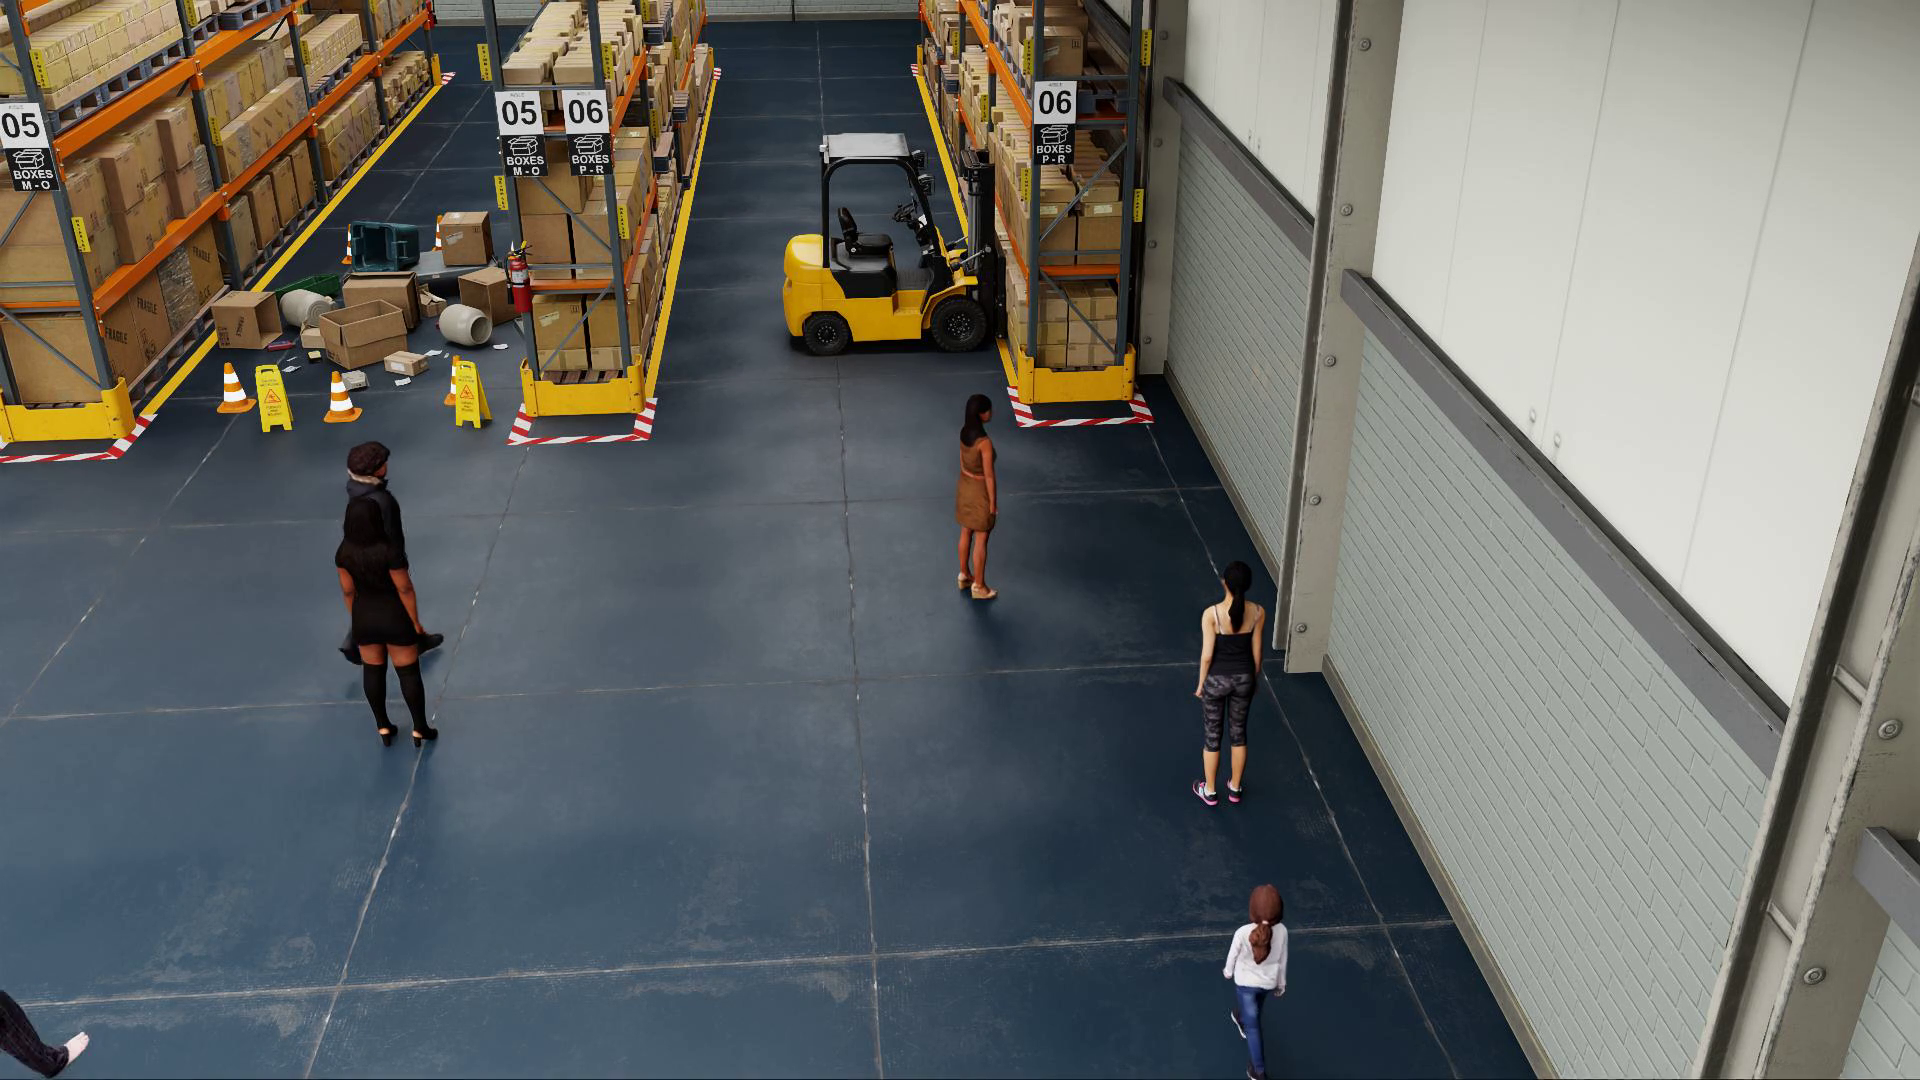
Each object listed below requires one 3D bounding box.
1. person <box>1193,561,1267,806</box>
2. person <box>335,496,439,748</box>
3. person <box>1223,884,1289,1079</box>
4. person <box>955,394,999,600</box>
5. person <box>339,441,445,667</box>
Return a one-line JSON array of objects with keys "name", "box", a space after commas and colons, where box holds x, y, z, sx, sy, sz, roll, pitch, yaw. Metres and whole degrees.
[{"name": "person", "box": [1.703, 0.910, 10.533, 0.572, 1.729, 0.539, -4, 27, -7]}, {"name": "person", "box": [-3.838, 0.554, 11.087, 0.700, 1.855, 0.680, 4, 28, 8]}, {"name": "person", "box": [1.544, 2.292, 8.549, 0.533, 1.088, 0.816, -7, 28, -13]}, {"name": "person", "box": [0.131, -0.343, 13.013, 0.698, 1.686, 0.578, -15, 31, -27]}, {"name": "person", "box": [-4.224, 0.131, 12.011, 1.020, 1.760, 1.092, 21, 34, 34]}]
